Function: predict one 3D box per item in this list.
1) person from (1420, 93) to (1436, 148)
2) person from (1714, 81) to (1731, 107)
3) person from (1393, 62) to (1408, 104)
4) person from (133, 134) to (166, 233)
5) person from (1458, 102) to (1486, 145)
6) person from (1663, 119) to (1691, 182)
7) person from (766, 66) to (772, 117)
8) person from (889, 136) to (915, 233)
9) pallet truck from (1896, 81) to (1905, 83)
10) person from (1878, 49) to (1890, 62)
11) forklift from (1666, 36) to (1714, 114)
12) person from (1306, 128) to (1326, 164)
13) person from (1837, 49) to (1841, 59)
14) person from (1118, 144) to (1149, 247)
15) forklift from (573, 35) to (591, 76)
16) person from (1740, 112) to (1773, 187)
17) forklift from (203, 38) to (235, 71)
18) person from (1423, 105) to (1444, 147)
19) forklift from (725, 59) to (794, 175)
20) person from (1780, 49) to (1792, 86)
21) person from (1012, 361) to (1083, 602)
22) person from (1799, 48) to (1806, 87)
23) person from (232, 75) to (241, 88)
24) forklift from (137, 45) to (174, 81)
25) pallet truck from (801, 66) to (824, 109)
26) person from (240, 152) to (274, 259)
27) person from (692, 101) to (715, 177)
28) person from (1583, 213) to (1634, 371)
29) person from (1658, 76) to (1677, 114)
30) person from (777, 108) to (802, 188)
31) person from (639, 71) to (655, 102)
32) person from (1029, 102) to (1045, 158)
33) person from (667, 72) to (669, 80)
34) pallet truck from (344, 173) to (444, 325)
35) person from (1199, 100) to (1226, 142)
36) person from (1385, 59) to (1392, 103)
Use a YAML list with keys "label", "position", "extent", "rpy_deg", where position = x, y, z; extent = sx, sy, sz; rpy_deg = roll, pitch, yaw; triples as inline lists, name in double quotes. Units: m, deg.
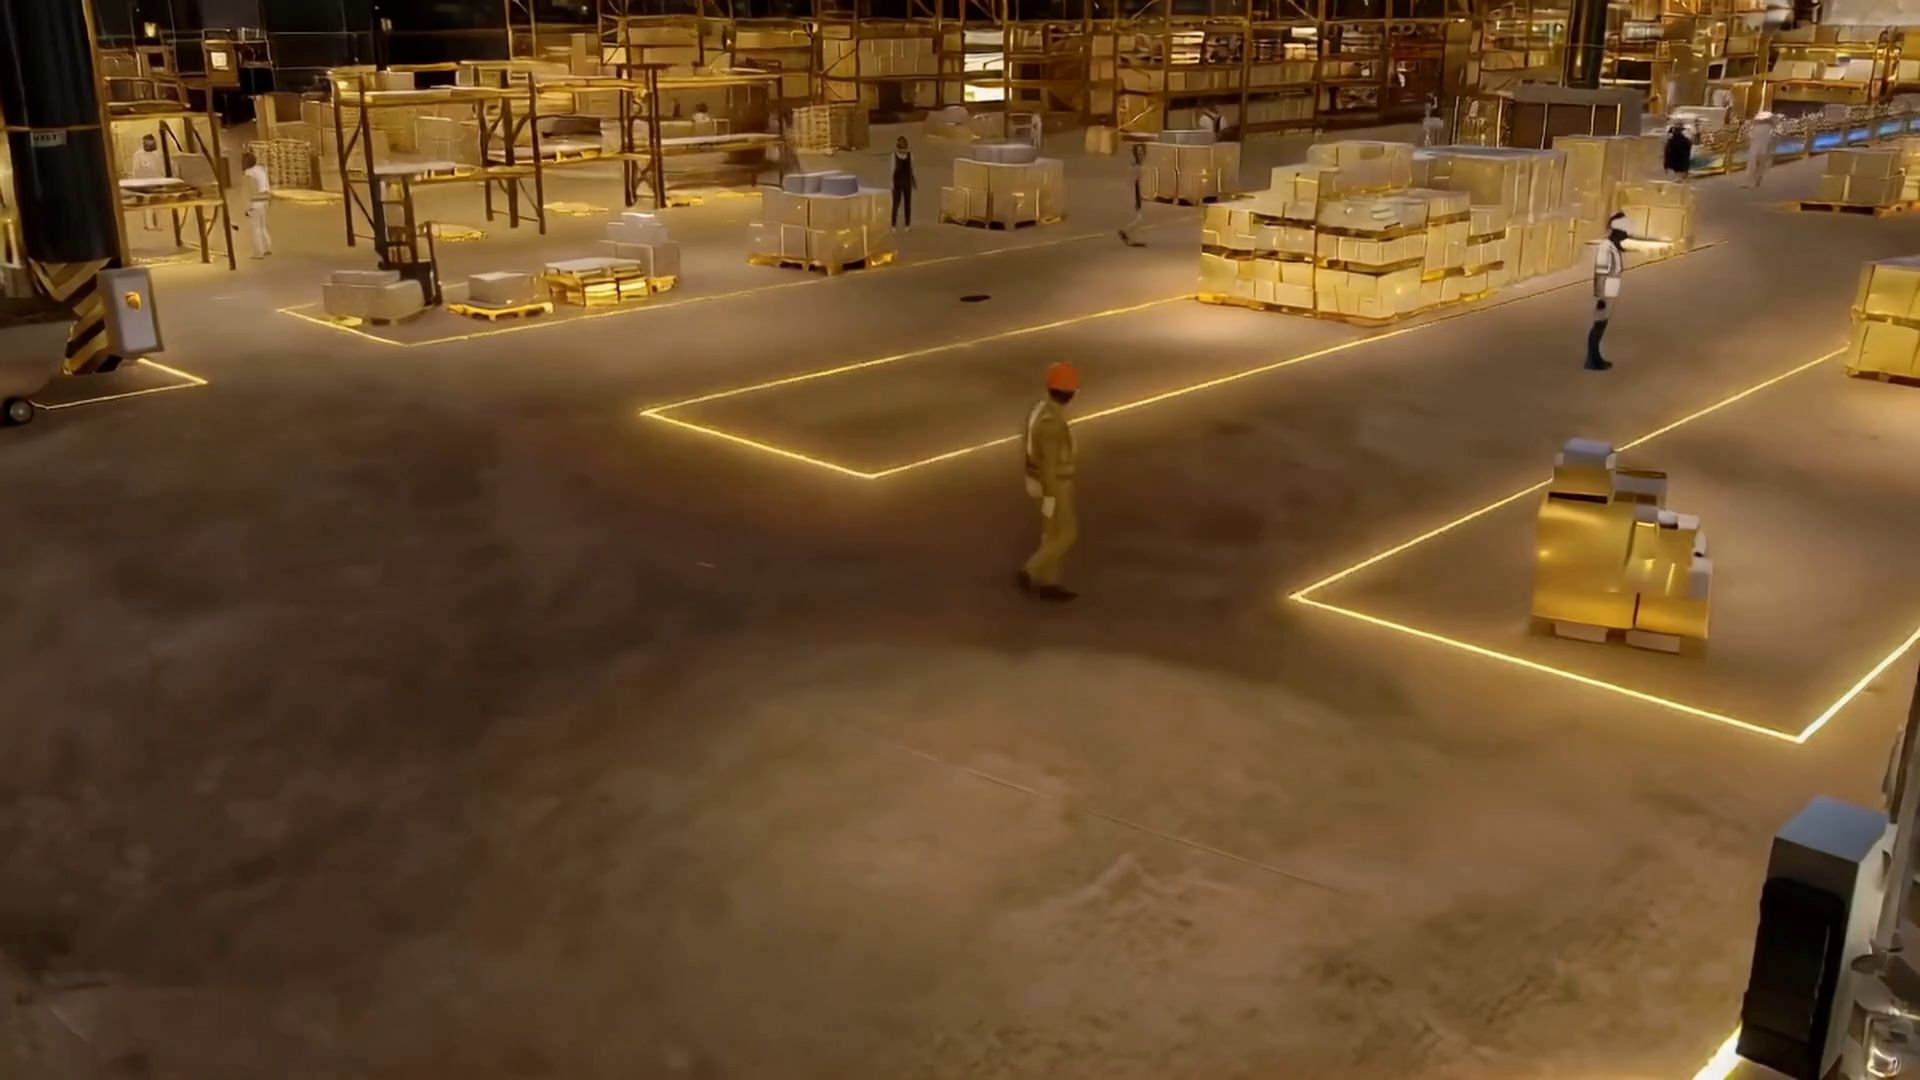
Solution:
- label: "person"
  position: [13.079, -11.567, 46.377]
  extent: [0.328, 1.765, 0.532]
  rpy_deg: [-1, 18, -4]
- label: "person"
  position: [24.964, -14.202, 54.521]
  extent: [0.501, 1.632, 0.286]
  rpy_deg: [12, 22, 33]
- label: "person"
  position: [17.845, -18.476, 67.331]
  extent: [0.449, 1.680, 0.544]
  rpy_deg: [-14, 23, -35]
- label: "person"
  position: [-15.522, -6.840, 31.947]
  extent: [0.611, 1.880, 0.525]
  rpy_deg: [-2, 18, -5]
- label: "person"
  position: [12.184, -9.453, 39.691]
  extent: [0.607, 1.966, 0.367]
  rpy_deg: [7, 19, 19]
- label: "person"
  position: [14.770, -7.632, 34.216]
  extent: [0.639, 1.967, 0.694]
  rpy_deg: [-6, 19, -18]
- label: "person"
  position: [-7.066, -16.330, 60.615]
  extent: [0.429, 1.839, 0.623]
  rpy_deg: [2, 19, 7]
- label: "person"
  position: [-1.112, -6.862, 32.083]
  extent: [0.505, 1.840, 0.346]
  rpy_deg: [-4, 19, -12]
- label: "pallet truck"
  position: [34.802, -16.331, 61.455]
  extent: [0.653, 1.274, 1.630]
  rpy_deg: [17, 25, 41]
- label: "person"
  position: [41.577, -21.144, 74.959]
  extent: [0.639, 1.933, 0.441]
  rpy_deg: [-5, 19, -14]
- label: "forklift"
  position: [27.341, -17.291, 61.877]
  extent: [1.129, 2.768, 1.873]
  rpy_deg: [17, 25, 41]
- label: "person"
  position: [6.997, -7.075, 32.570]
  extent: [0.545, 1.938, 0.360]
  rpy_deg: [-5, 19, -15]
- label: "person"
  position: [41.188, -22.285, 78.306]
  extent: [0.381, 1.994, 0.622]
  rpy_deg: [14, 23, 35]
- label: "person"
  position: [3.179, -6.228, 30.141]
  extent: [0.477, 1.857, 0.547]
  rpy_deg: [0, 18, 0]
- label: "forklift"
  position: [-14.277, -17.633, 62.909]
  extent: [1.873, 2.768, 1.129]
  rpy_deg: [0, 18, -1]
- label: "person"
  position: [18.843, -9.203, 39.281]
  extent: [0.723, 1.740, 0.532]
  rpy_deg: [-15, 24, -39]
- label: "forklift"
  position: [-26.325, -16.469, 59.401]
  extent: [1.129, 2.768, 1.873]
  rpy_deg: [-7, 20, -20]
- label: "person"
  position: [12.167, -10.313, 42.710]
  extent: [0.553, 1.682, 0.370]
  rpy_deg: [-5, 19, -16]
- label: "forklift"
  position: [-5.256, -10.822, 42.387]
  extent: [1.129, 2.768, 1.873]
  rpy_deg: [17, 25, 41]
- label: "person"
  position: [40.046, -22.888, 80.486]
  extent: [0.326, 1.765, 0.533]
  rpy_deg: [-11, 21, -29]
- label: "person"
  position: [0.708, -0.414, 12.535]
  extent: [0.442, 1.916, 0.653]
  rpy_deg: [2, 18, 5]
- label: "person"
  position: [40.482, -22.730, 79.808]
  extent: [0.569, 1.896, 0.883]
  rpy_deg: [11, 22, 31]
- label: "person"
  position: [-22.524, -13.592, 52.203]
  extent: [0.627, 1.941, 0.370]
  rpy_deg: [-13, 22, -35]
- label: "forklift"
  position: [-25.082, -14.076, 52.191]
  extent: [1.129, 2.768, 1.873]
  rpy_deg: [-11, 21, -29]
- label: "pallet truck"
  position: [-4.812, -15.182, 56.903]
  extent: [0.823, 1.965, 1.885]
  rpy_deg: [-9, 21, -26]
- label: "person"
  position: [-12.256, -5.814, 28.928]
  extent: [0.429, 1.839, 0.633]
  rpy_deg: [2, 18, 5]
- label: "person"
  position: [-6.368, -10.016, 41.550]
  extent: [0.604, 1.856, 0.791]
  rpy_deg: [15, 24, 39]
- label: "person"
  position: [7.983, -3.048, 20.463]
  extent: [0.388, 1.929, 0.540]
  rpy_deg: [13, 22, 34]
- label: "person"
  position: [22.851, -14.033, 53.665]
  extent: [0.642, 1.863, 0.996]
  rpy_deg: [-13, 23, -35]
- label: "person"
  position: [-3.960, -9.185, 39.041]
  extent: [0.996, 1.860, 0.602]
  rpy_deg: [10, 21, 29]
- label: "person"
  position: [-10.599, -14.986, 56.455]
  extent: [0.594, 1.910, 0.384]
  rpy_deg: [-4, 19, -12]
- label: "person"
  position: [1.911, -9.932, 41.299]
  extent: [0.437, 1.856, 0.548]
  rpy_deg: [10, 21, 27]
- label: "person"
  position: [-11.418, -17.871, 65.614]
  extent: [0.349, 1.622, 0.569]
  rpy_deg: [-15, 24, -39]
- label: "pallet truck"
  position: [-8.209, -4.181, 23.757]
  extent: [0.823, 1.965, 1.885]
  rpy_deg: [3, 19, 9]
- label: "person"
  position: [5.957, -9.412, 39.451]
  extent: [0.689, 2.000, 0.674]
  rpy_deg: [-6, 19, -18]
- label: "person"
  position: [17.123, -18.336, 66.379]
  extent: [0.700, 2.009, 0.679]
  rpy_deg: [1, 18, 4]
